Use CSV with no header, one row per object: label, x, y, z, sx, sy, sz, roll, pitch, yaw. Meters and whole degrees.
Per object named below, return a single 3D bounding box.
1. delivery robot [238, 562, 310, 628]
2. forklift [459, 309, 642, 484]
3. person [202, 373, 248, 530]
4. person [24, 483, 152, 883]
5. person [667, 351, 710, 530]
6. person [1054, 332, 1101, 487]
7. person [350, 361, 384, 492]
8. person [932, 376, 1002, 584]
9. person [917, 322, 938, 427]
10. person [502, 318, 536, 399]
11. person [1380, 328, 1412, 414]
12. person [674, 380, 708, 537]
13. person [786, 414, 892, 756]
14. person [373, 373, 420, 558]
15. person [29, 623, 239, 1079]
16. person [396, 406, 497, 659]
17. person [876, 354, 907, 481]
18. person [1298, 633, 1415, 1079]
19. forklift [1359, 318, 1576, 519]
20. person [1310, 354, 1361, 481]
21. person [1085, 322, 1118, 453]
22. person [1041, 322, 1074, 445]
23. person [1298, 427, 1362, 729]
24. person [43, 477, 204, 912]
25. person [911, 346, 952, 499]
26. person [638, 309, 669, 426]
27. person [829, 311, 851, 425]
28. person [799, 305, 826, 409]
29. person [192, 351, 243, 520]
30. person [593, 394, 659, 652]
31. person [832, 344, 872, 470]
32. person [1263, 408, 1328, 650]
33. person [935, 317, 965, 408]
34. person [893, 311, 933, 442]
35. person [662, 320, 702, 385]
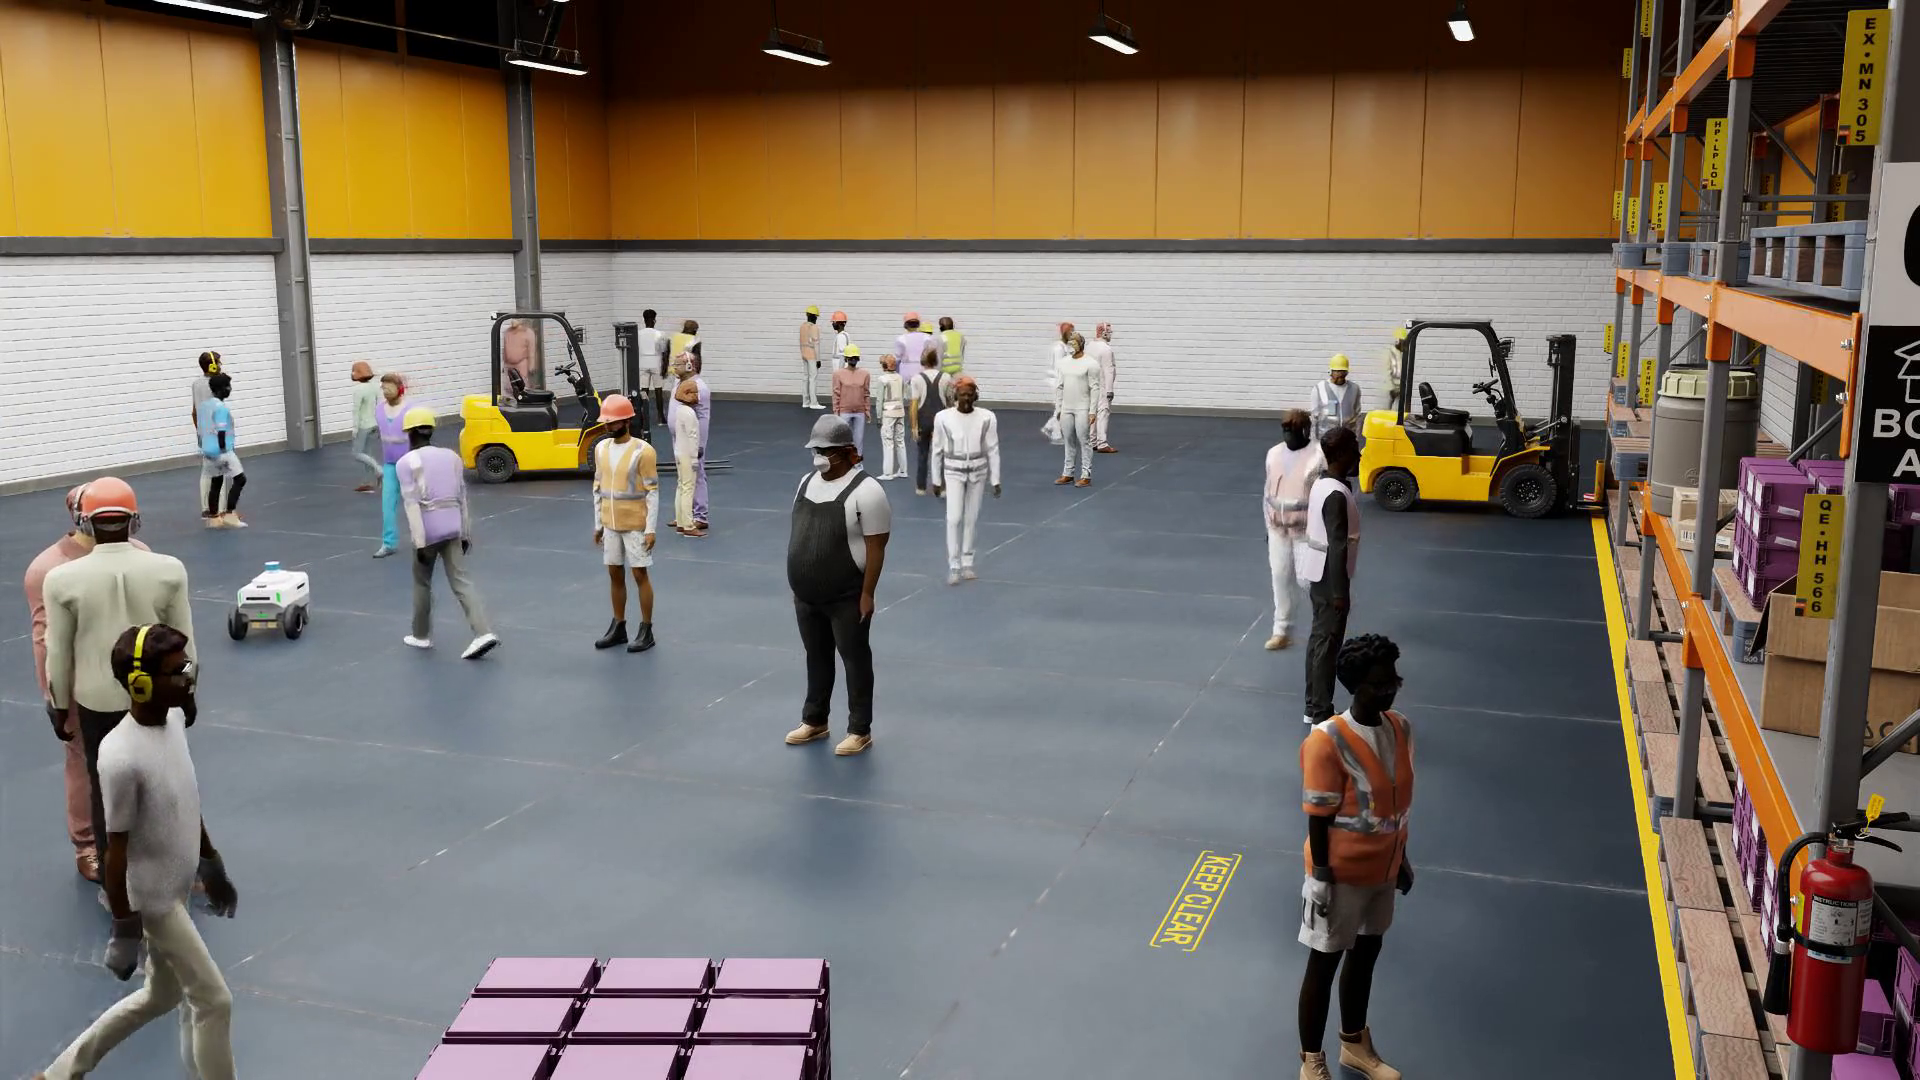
delivery robot,-5.361,0.415,13.003,0.477,0.478,0.707,-1,10,-3
forklift,-5.354,-1.902,21.697,2.313,2.155,1.214,-2,10,-13
person,-7.827,-0.938,17.705,0.480,1.671,0.542,-8,13,-37
person,-4.105,0.668,8.031,0.408,1.907,0.653,5,11,28
person,-2.914,-1.056,17.744,0.409,1.907,0.651,-7,12,-34
person,1.464,-1.636,20.918,0.635,1.939,0.361,9,13,41
person,-7.230,-1.371,20.305,0.443,1.620,0.527,1,10,8
person,0.069,-0.534,14.917,0.599,1.857,0.704,-2,10,-9
person,-0.554,-2.699,27.391,0.524,1.770,0.315,-8,13,-37
person,-7.662,-3.016,28.802,0.670,1.894,0.432,4,11,20
person,6.620,-2.311,25.172,0.590,1.788,0.918,-5,11,-25
person,-2.834,-0.854,17.370,0.285,1.633,0.501,-4,11,-24
person,-0.777,0.262,9.942,0.683,2.000,0.538,7,12,36
person,-5.477,-0.772,16.449,0.571,1.805,0.972,3,11,19
person,-2.681,1.163,5.459,0.868,1.843,0.530,-2,10,-10
person,-3.813,-0.055,12.307,1.019,1.853,0.598,8,13,39
person,-0.888,-1.586,21.515,0.320,1.629,0.516,8,13,39
person,1.405,1.157,5.871,0.531,1.697,0.320,-8,13,-38
forklift,5.787,-1.437,19.079,2.313,2.155,1.214,3,11,19
person,4.205,-1.176,18.653,0.590,1.823,0.403,-1,10,-4
person,2.092,-2.233,24.374,0.403,1.906,0.651,-4,11,-23
person,1.523,-2.375,25.285,0.442,1.866,0.624,2,10,10
person,2.308,0.256,10.336,0.392,1.915,0.593,1,10,4
person,-3.838,0.699,7.639,0.619,1.983,0.406,-7,12,-35
person,-0.336,-1.409,19.979,0.518,1.840,0.569,-2,10,-9
person,-5.189,-2.891,27.931,0.600,1.959,0.376,1,10,4
person,-1.991,-2.836,27.680,0.357,1.937,0.550,0,10,0
person,-2.749,-3.386,30.828,0.373,1.921,0.585,-7,12,-36
person,-8.246,-1.148,18.367,0.523,1.870,0.317,6,12,32
person,-2.517,-0.123,12.412,0.552,1.932,0.377,5,11,26
person,-1.388,-1.637,21.414,0.524,1.769,0.314,-4,11,-24
person,2.568,-0.089,12.529,0.640,1.828,0.634,9,14,43
person,-0.212,-2.870,28.184,0.665,1.816,0.704,-6,12,-32
person,-0.723,-2.532,25.774,0.632,2.002,0.758,-2,10,-11
person,-4.601,-2.791,27.896,0.678,1.784,0.812,6,12,32
